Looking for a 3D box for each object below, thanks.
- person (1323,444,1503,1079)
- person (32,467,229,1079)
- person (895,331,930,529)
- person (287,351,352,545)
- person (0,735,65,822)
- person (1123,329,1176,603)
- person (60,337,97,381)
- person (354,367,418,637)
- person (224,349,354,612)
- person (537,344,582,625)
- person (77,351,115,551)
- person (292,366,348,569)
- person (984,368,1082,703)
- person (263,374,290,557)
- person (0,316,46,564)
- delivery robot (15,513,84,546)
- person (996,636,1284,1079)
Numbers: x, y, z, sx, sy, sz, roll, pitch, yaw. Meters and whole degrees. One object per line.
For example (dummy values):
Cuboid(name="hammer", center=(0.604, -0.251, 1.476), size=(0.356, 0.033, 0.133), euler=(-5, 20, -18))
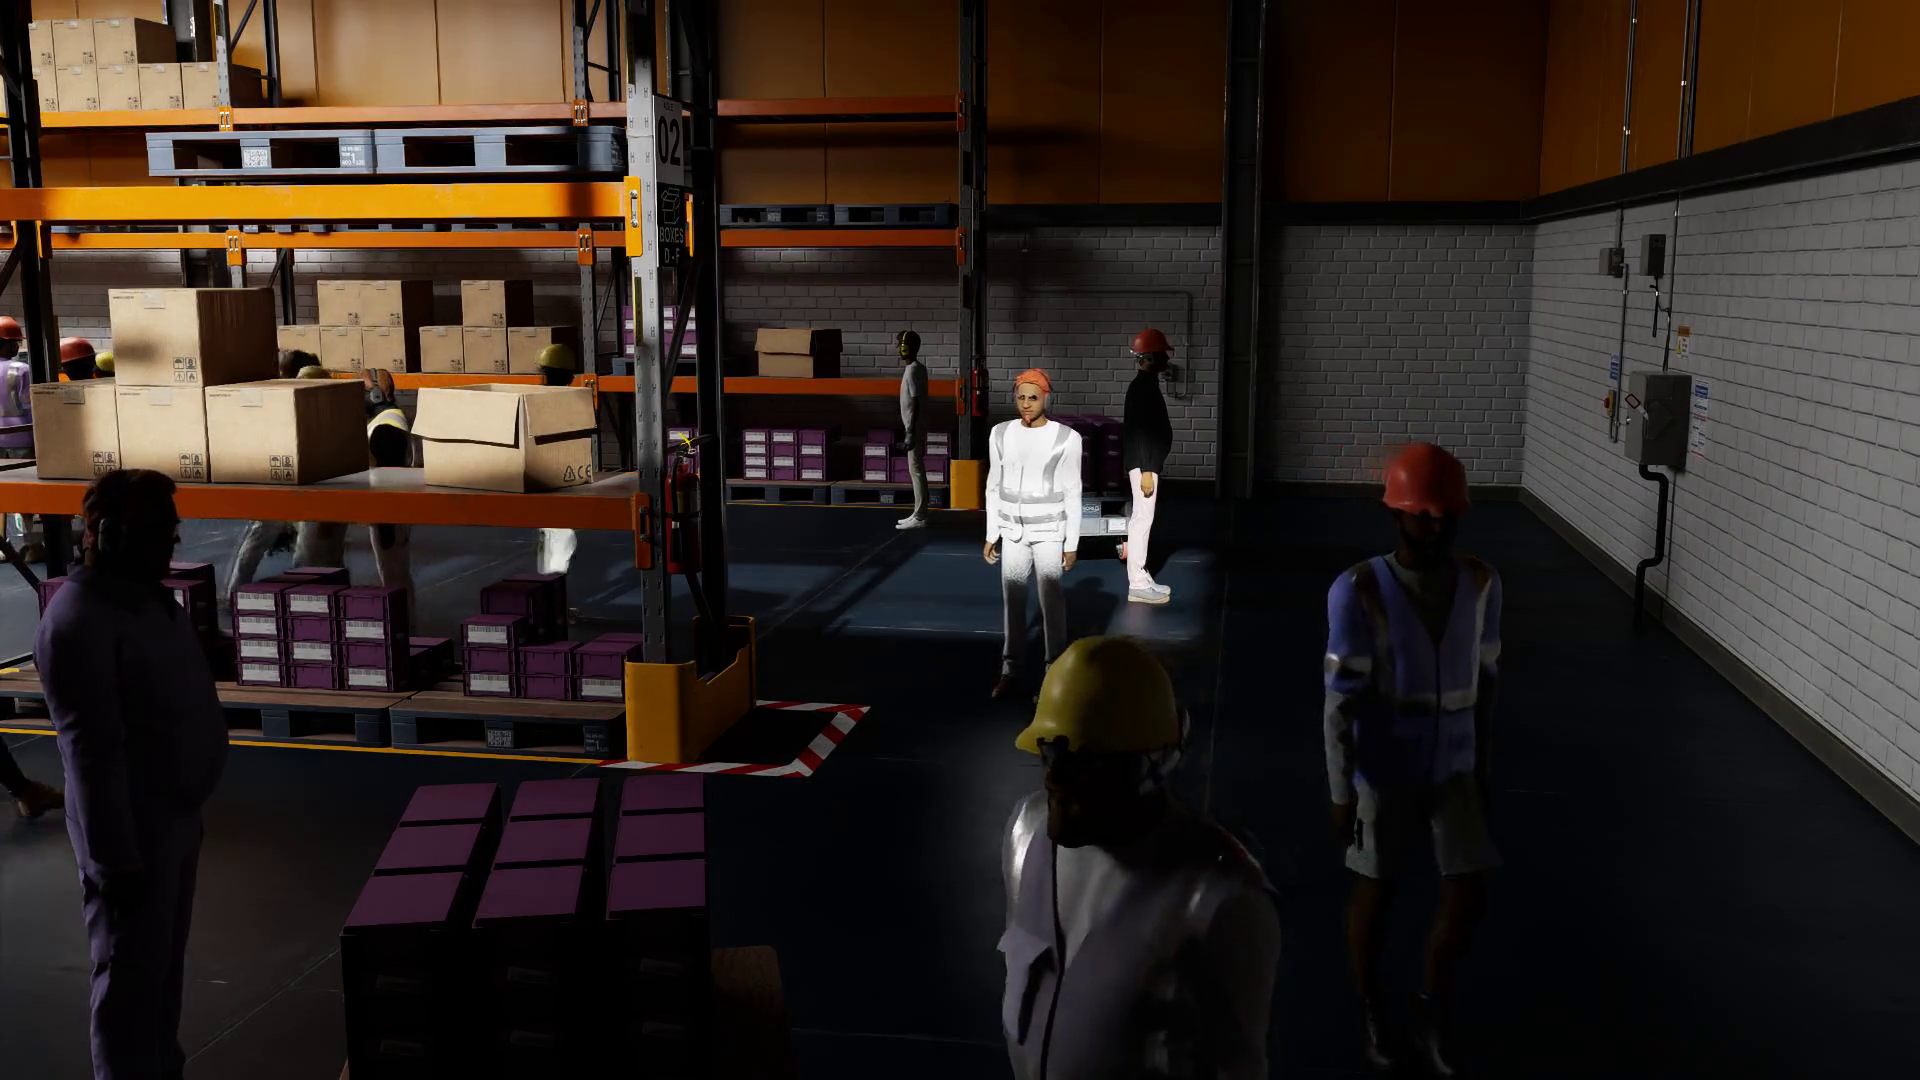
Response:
Cuboid(name="person", center=(1.332, 0.676, 4.870), size=(0.567, 1.914, 0.569), euler=(-2, 9, -10))
Cuboid(name="person", center=(-2.155, 0.754, 4.432), size=(0.410, 1.905, 0.641), euler=(-2, 9, -13))
Cuboid(name="person", center=(-0.450, -1.026, 15.604), size=(0.334, 1.864, 0.521), euler=(1, 9, 6))
Cuboid(name="person", center=(-5.659, -0.797, 14.621), size=(0.735, 1.716, 0.488), euler=(-2, 9, -12))
Cuboid(name="person", center=(-4.294, 0.459, 7.014), size=(0.884, 1.645, 0.538), euler=(-3, 10, -18))
Cuboid(name="person", center=(1.380, -0.544, 12.197), size=(0.375, 1.997, 0.611), euler=(2, 9, 10))
Cuboid(name="person", center=(-6.520, -0.552, 12.458), size=(0.373, 1.929, 0.542), euler=(-2, 9, -10))
Cuboid(name="person", center=(-3.515, -0.134, 10.166), size=(0.429, 1.837, 0.629), euler=(-3, 10, -20))
Cuboid(name="person", center=(-4.687, -0.395, 11.659), size=(1.081, 1.869, 0.637), euler=(-2, 9, -11))
Cuboid(name="person", center=(-2.805, -0.374, 11.432), size=(0.592, 1.923, 0.530), euler=(9, 13, 44))
Cuboid(name="person", center=(-7.345, -0.753, 14.286), size=(0.571, 1.743, 0.372), euler=(2, 9, 14))
Cuboid(name="person", center=(-4.103, -0.218, 10.738), size=(0.437, 1.808, 0.602), euler=(-1, 9, -7))
Cuboid(name="person", center=(0.410, -0.021, 9.323), size=(0.579, 1.879, 0.348), euler=(5, 11, 29))
Cuboid(name="person", center=(-5.964, -0.821, 14.097), size=(0.376, 1.939, 0.547), euler=(3, 10, 19))
Cuboid(name="person", center=(-7.816, -0.814, 13.731), size=(0.607, 2.044, 0.375), euler=(2, 9, 9))
Cuboid(name="delivery robot", center=(-7.502, -0.153, 13.939), size=(0.707, 0.478, 0.477), euler=(-4, 10, -23))
Cuboid(name="person", center=(0.338, 1.031, 2.988), size=(0.614, 1.812, 0.603), euler=(-8, 12, -42))
